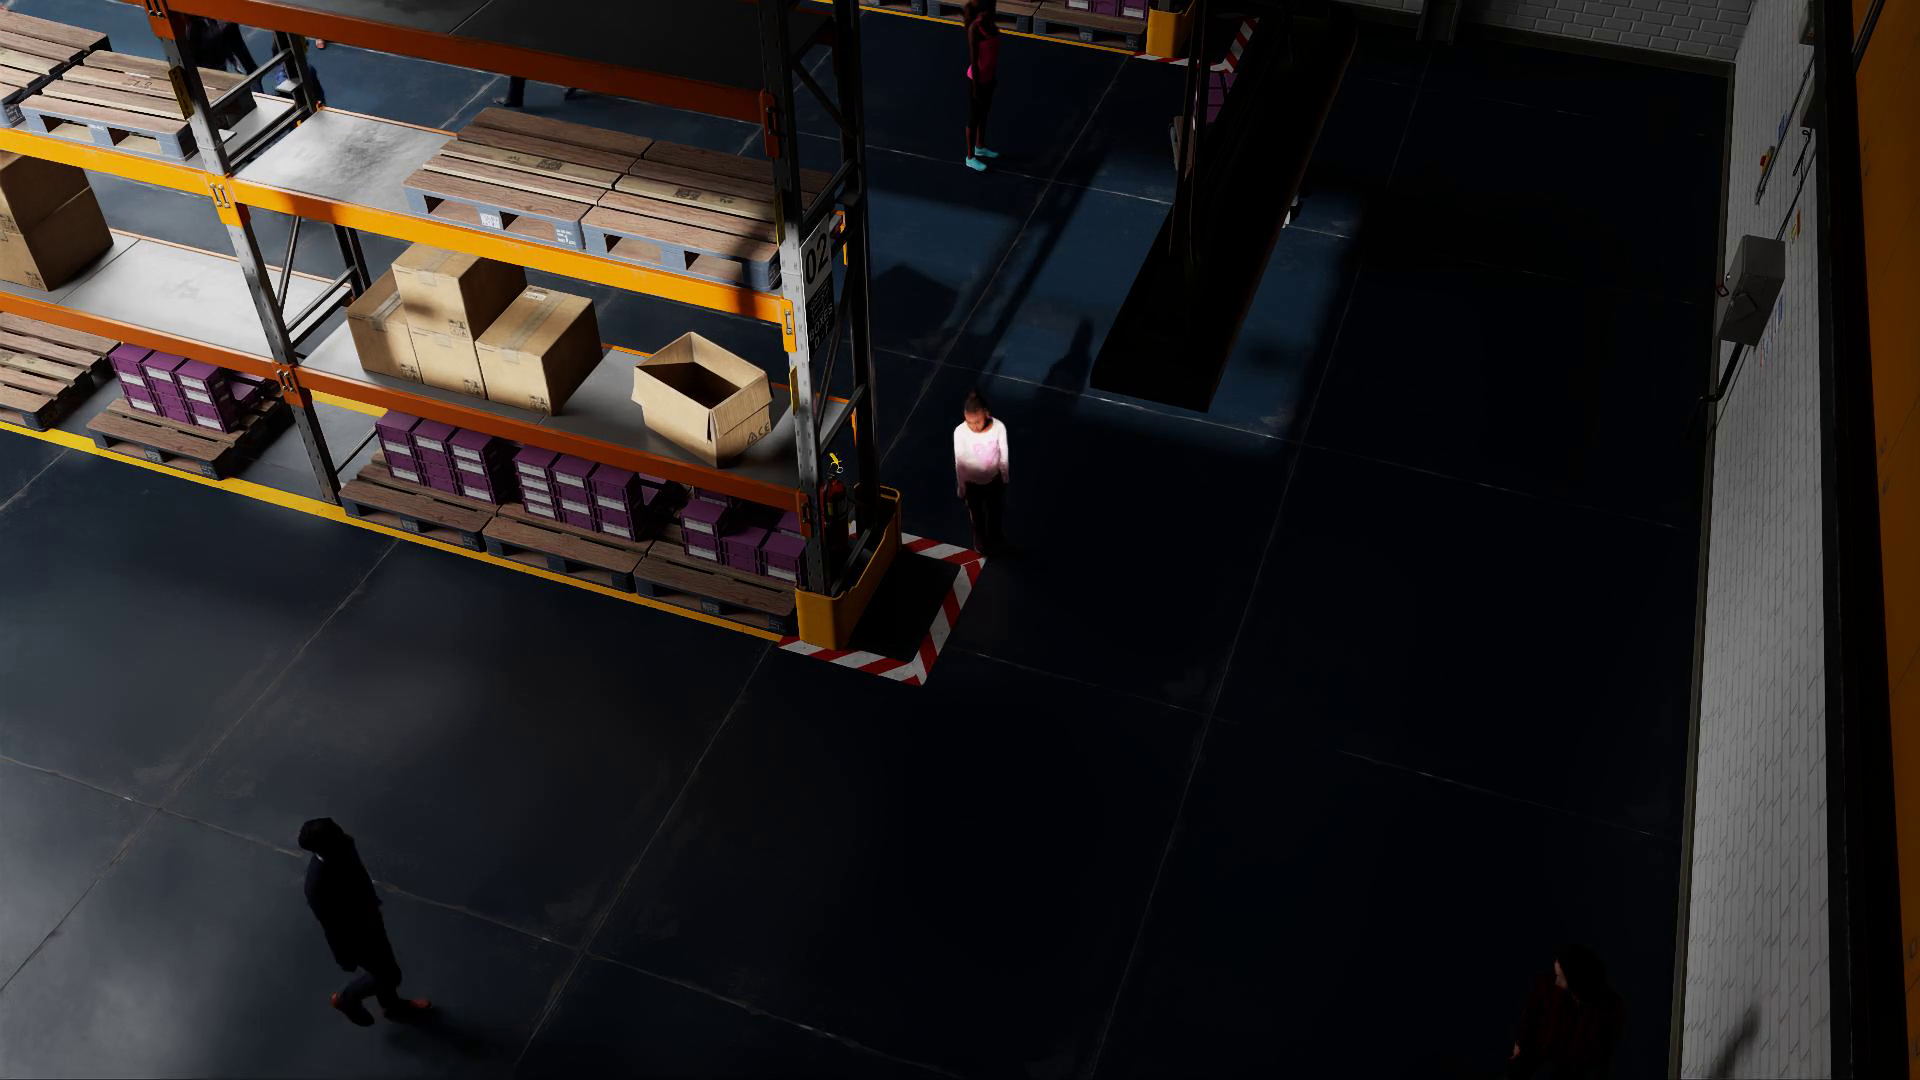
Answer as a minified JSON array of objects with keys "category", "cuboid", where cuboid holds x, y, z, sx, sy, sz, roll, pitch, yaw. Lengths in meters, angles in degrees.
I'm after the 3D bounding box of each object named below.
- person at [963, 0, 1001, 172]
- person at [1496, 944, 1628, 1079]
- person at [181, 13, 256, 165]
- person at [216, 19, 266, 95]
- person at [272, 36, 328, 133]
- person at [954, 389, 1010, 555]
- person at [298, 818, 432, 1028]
[{"category":"person","cuboid":[0.192,-4.288,15.435,0.594,1.726,0.582,21,47,21]},{"category":"person","cuboid":[3.037,2.528,8.342,0.534,1.640,0.698,5,44,6]},{"category":"person","cuboid":[-7.003,-4.320,15.441,0.731,1.765,0.657,5,44,6]},{"category":"person","cuboid":[-7.157,-5.008,16.126,0.971,1.814,0.857,25,49,24]},{"category":"person","cuboid":[-5.812,-3.630,14.706,1.036,1.780,0.736,10,45,11]},{"category":"person","cuboid":[0.125,-0.521,11.690,0.623,1.436,0.710,-6,44,-6]},{"category":"person","cuboid":[-3.272,2.053,8.785,0.856,1.717,0.792,-2,44,-2]}]
